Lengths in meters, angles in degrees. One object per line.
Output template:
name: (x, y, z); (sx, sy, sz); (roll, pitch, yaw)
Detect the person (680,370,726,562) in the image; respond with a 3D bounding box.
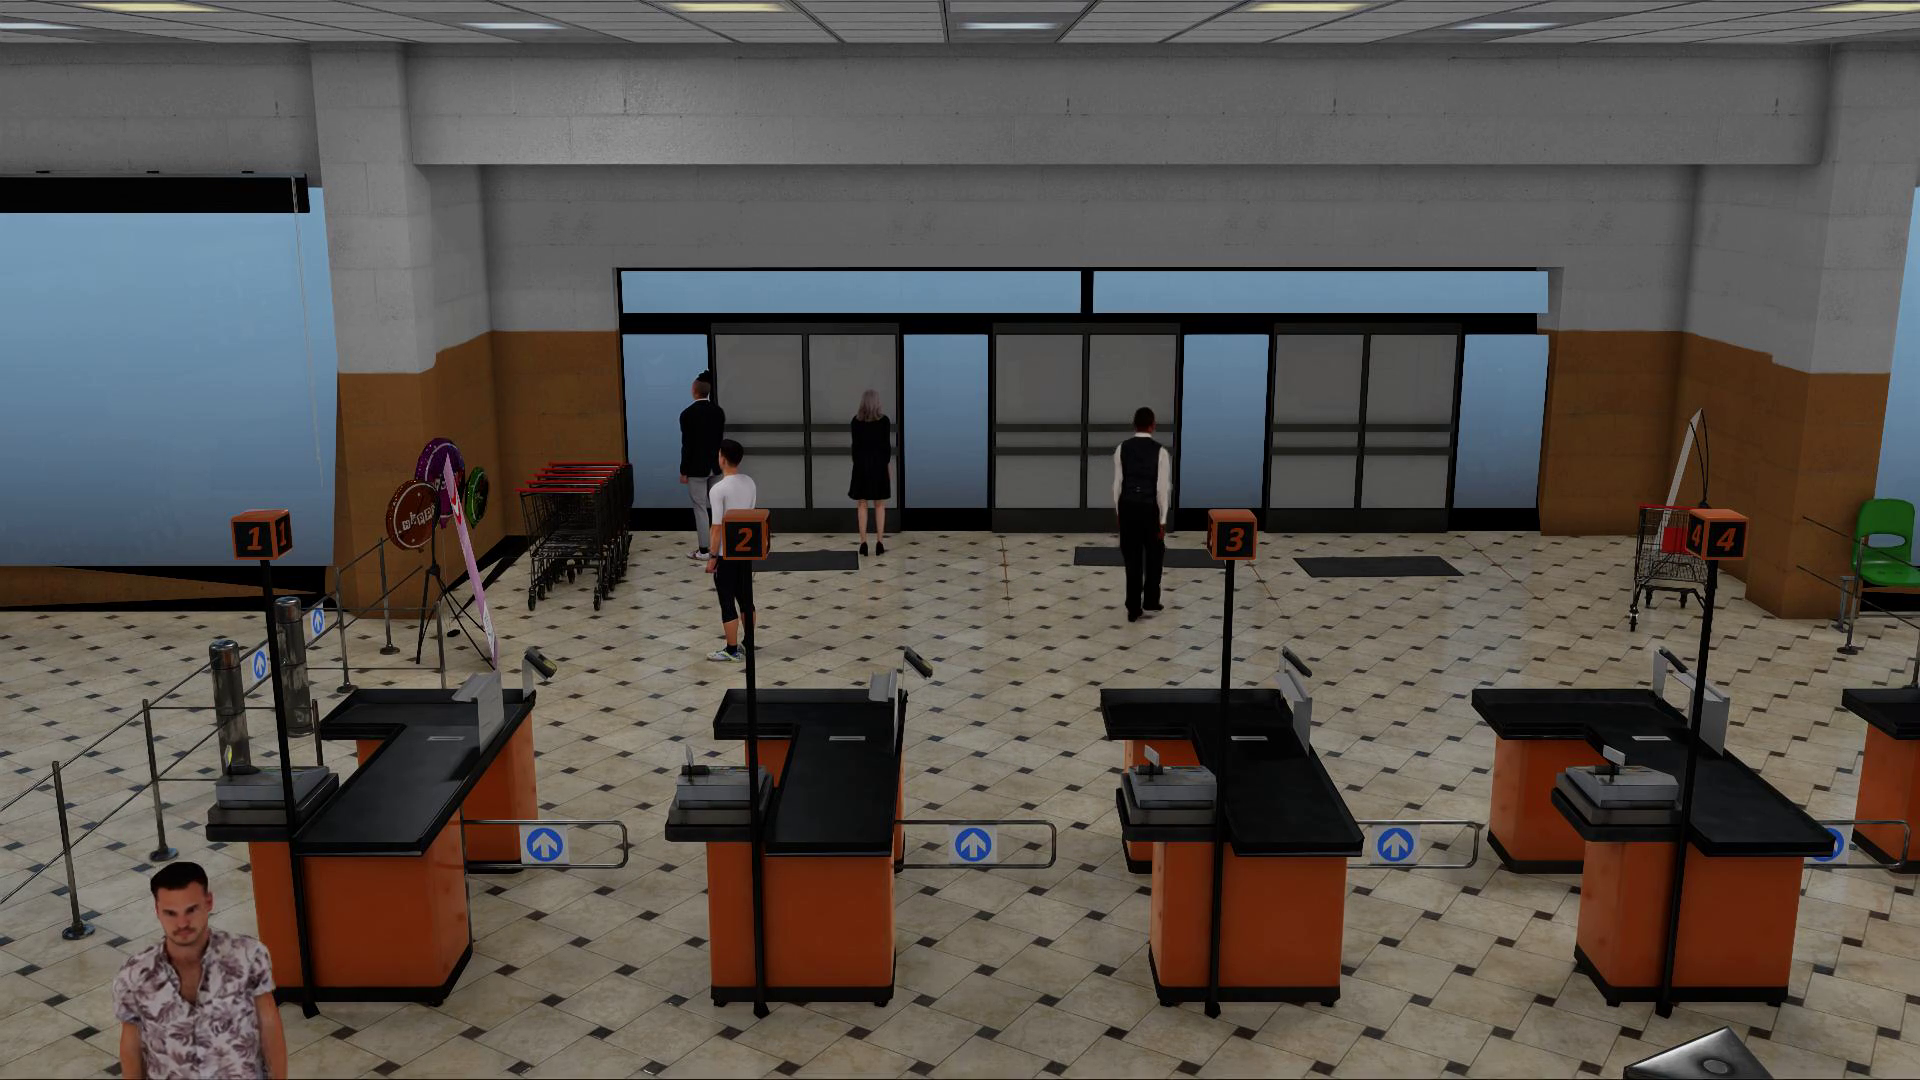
person: (-2.607, -0.772, 16.991); (0.850, 1.949, 0.779); (12, 18, 41)

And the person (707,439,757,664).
person: (-1.868, 0.082, 13.677); (0.819, 1.852, 0.705); (9, 16, 32)

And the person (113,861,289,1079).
person: (-2.724, 1.970, 6.001); (0.887, 1.799, 0.971); (-7, 15, -26)

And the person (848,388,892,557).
person: (-0.920, -0.707, 17.153); (0.632, 1.745, 0.607); (-2, 14, -9)

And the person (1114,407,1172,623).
person: (1.566, -0.205, 14.749); (0.798, 1.903, 0.818); (5, 14, 19)
